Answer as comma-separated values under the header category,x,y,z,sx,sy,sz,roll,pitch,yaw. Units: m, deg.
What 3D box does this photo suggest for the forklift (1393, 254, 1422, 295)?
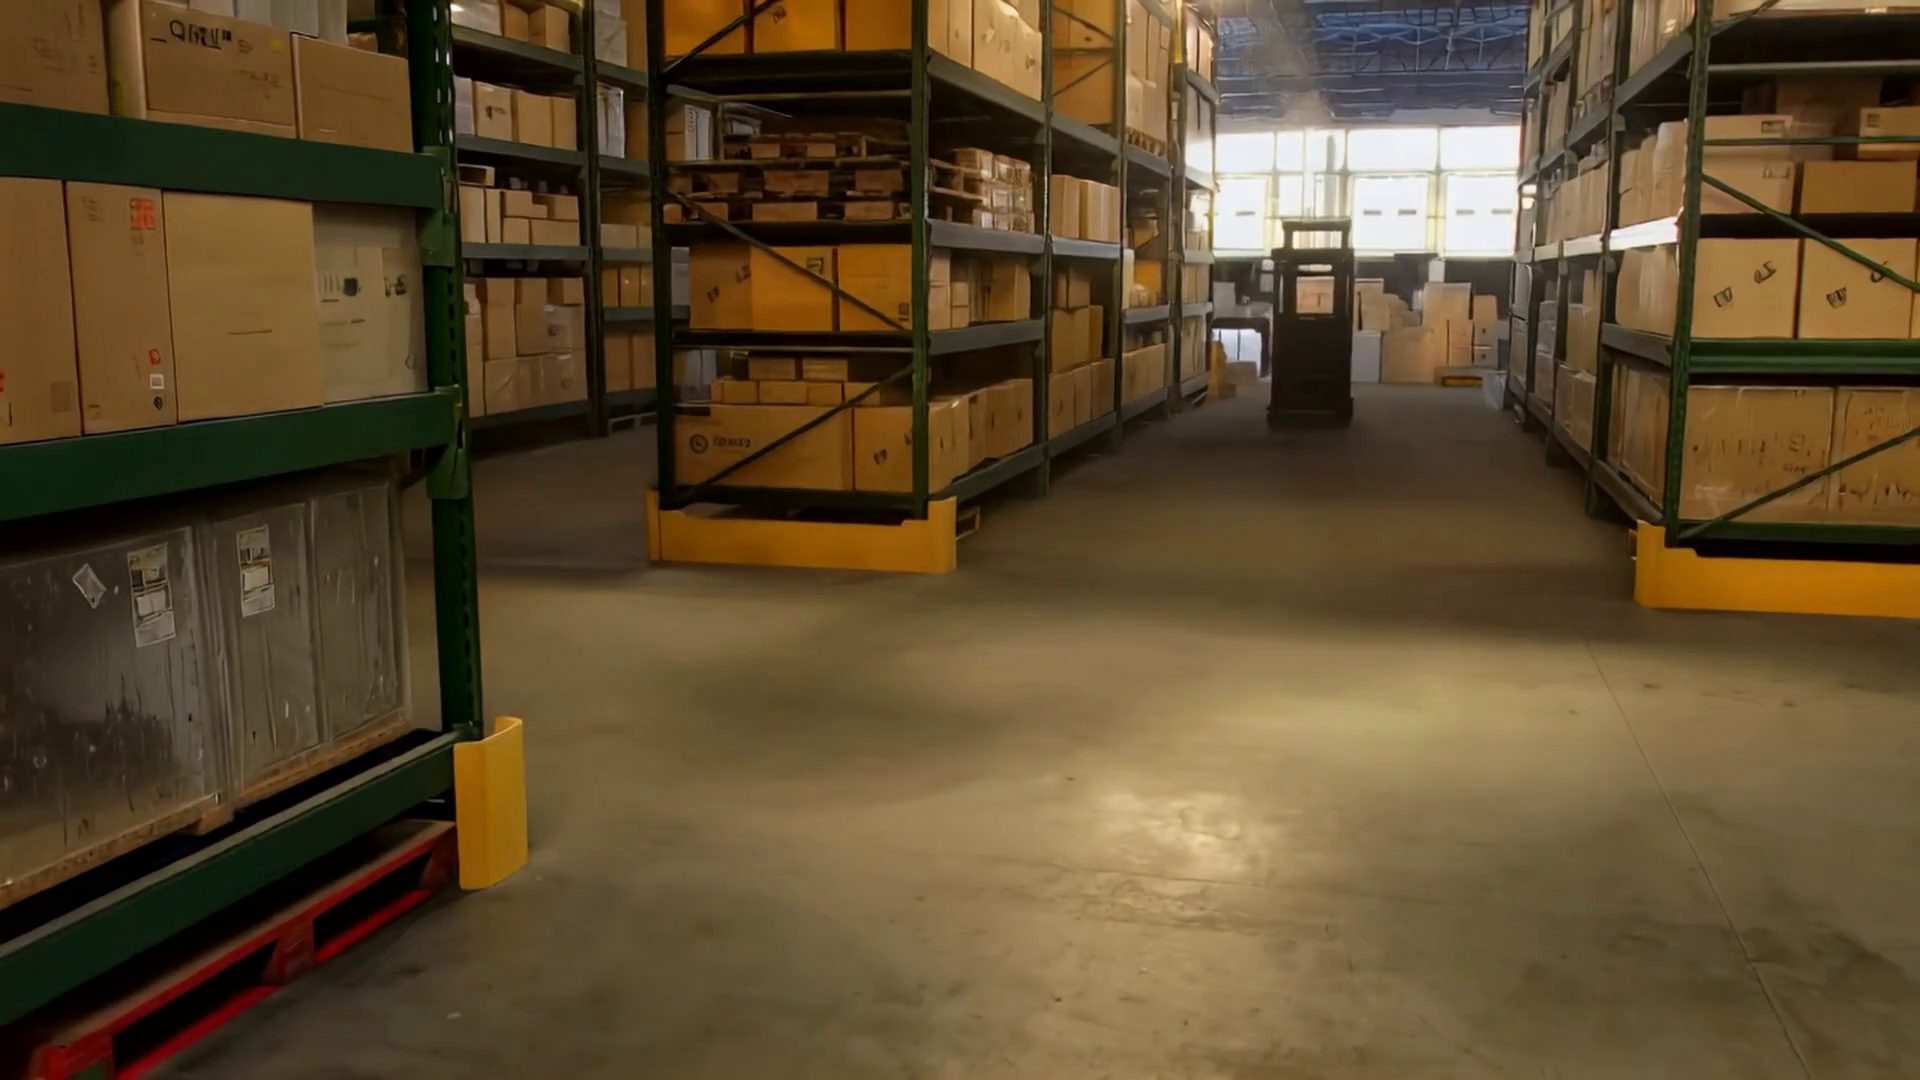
category,x,y,z,sx,sy,sz,roll,pitch,yaw
forklift,14.750,-8.054,54.939,1.129,2.768,1.873,-2,9,-13

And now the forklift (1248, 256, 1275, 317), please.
category,x,y,z,sx,sy,sz,roll,pitch,yaw
forklift,11.269,-9.084,61.485,1.129,2.768,1.873,2,9,15

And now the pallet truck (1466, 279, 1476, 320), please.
category,x,y,z,sx,sy,sz,roll,pitch,yaw
pallet truck,18.896,-8.459,60.307,1.885,1.965,0.823,5,10,31

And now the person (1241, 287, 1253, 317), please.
category,x,y,z,sx,sy,sz,roll,pitch,yaw
person,10.732,-8.565,61.955,0.557,1.683,0.386,1,9,6

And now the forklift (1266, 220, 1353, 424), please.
category,x,y,z,sx,sy,sz,roll,pitch,yaw
forklift,4.991,-3.094,23.427,1.129,2.768,1.873,2,9,15
